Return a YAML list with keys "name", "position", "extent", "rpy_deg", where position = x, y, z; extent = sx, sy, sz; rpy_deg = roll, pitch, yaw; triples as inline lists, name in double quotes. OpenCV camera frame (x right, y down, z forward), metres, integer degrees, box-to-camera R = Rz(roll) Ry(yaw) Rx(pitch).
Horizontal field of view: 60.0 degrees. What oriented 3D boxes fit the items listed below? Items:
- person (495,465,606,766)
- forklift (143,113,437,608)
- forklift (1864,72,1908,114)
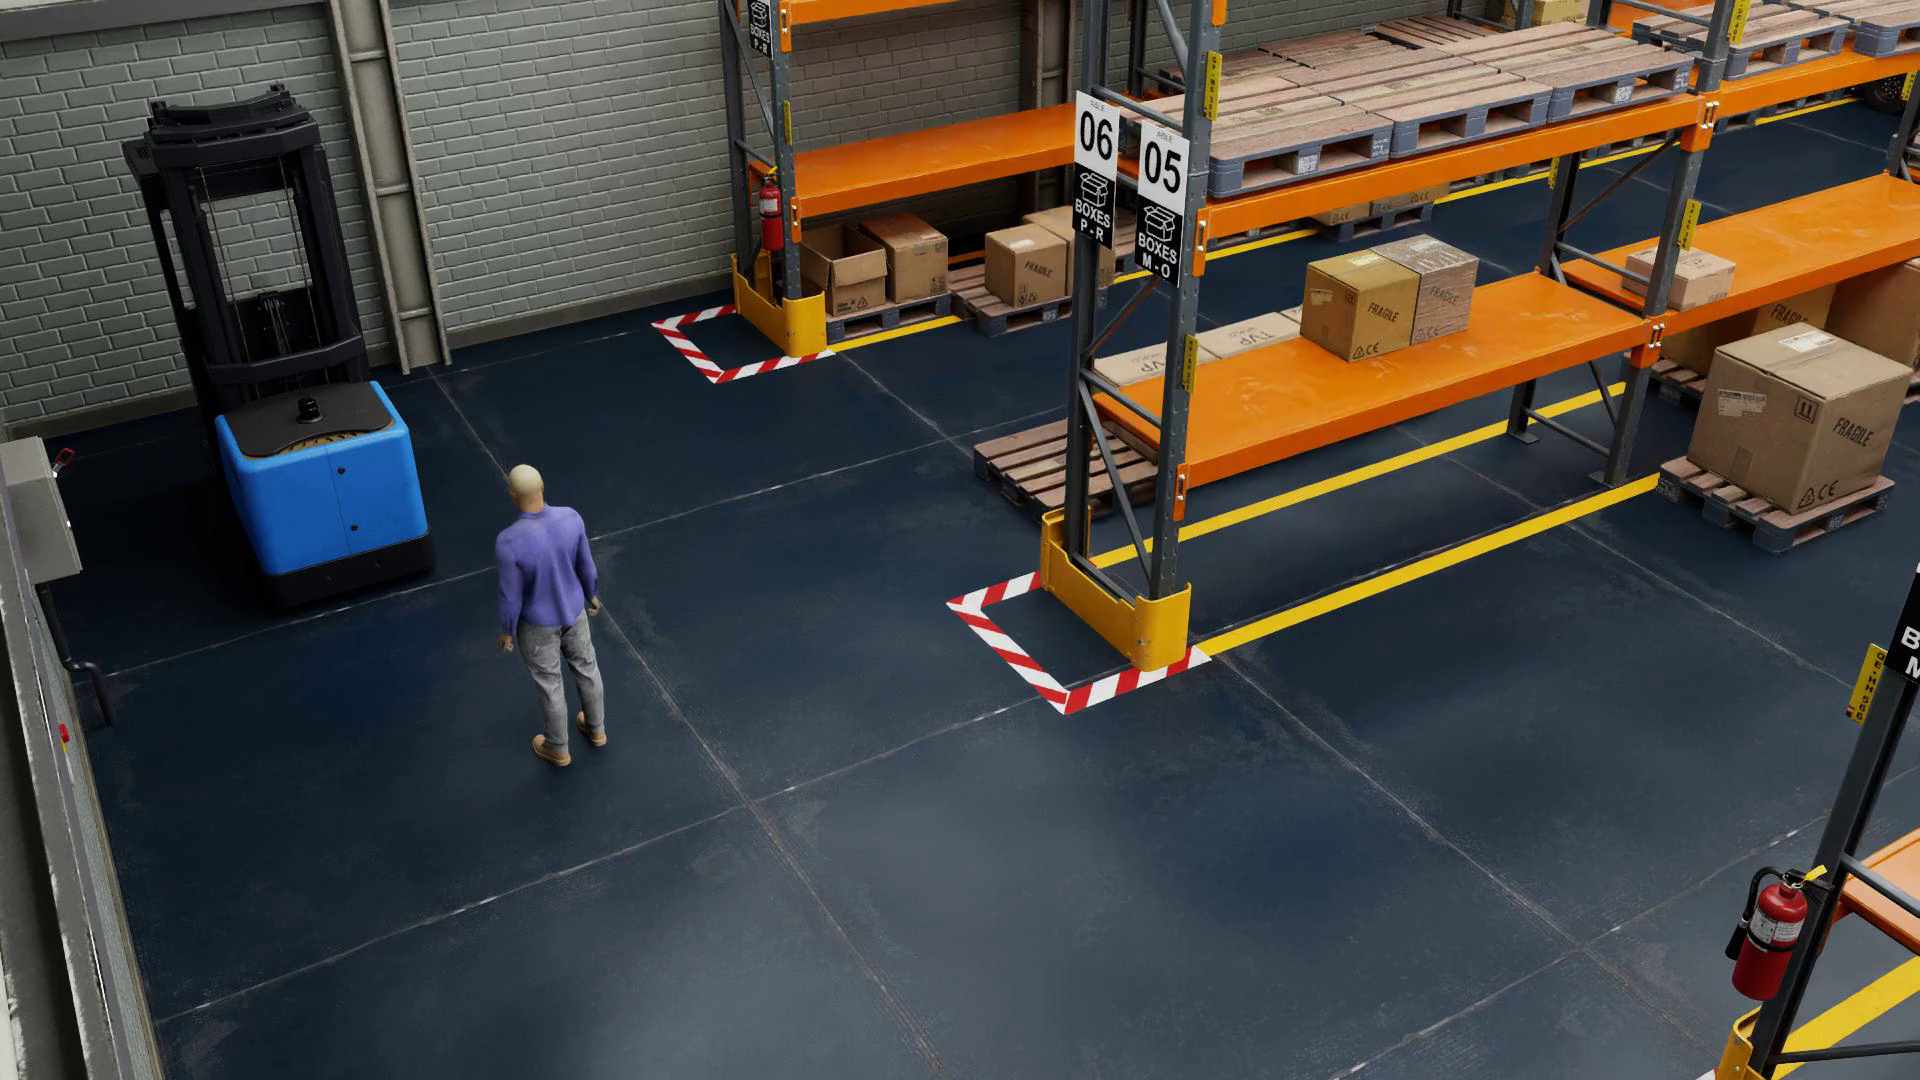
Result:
- name: "person"
  position: [-2.163, 0.411, 8.824]
  extent: [0.594, 1.797, 0.394]
  rpy_deg: [-26, 40, -35]
- name: "forklift"
  position: [-4.289, -1.259, 10.509]
  extent: [1.129, 2.768, 1.873]
  rpy_deg: [-17, 36, -26]
- name: "forklift"
  position: [11.468, -5.645, 18.244]
  extent: [1.214, 2.155, 2.313]
  rpy_deg: [-17, 36, -26]
